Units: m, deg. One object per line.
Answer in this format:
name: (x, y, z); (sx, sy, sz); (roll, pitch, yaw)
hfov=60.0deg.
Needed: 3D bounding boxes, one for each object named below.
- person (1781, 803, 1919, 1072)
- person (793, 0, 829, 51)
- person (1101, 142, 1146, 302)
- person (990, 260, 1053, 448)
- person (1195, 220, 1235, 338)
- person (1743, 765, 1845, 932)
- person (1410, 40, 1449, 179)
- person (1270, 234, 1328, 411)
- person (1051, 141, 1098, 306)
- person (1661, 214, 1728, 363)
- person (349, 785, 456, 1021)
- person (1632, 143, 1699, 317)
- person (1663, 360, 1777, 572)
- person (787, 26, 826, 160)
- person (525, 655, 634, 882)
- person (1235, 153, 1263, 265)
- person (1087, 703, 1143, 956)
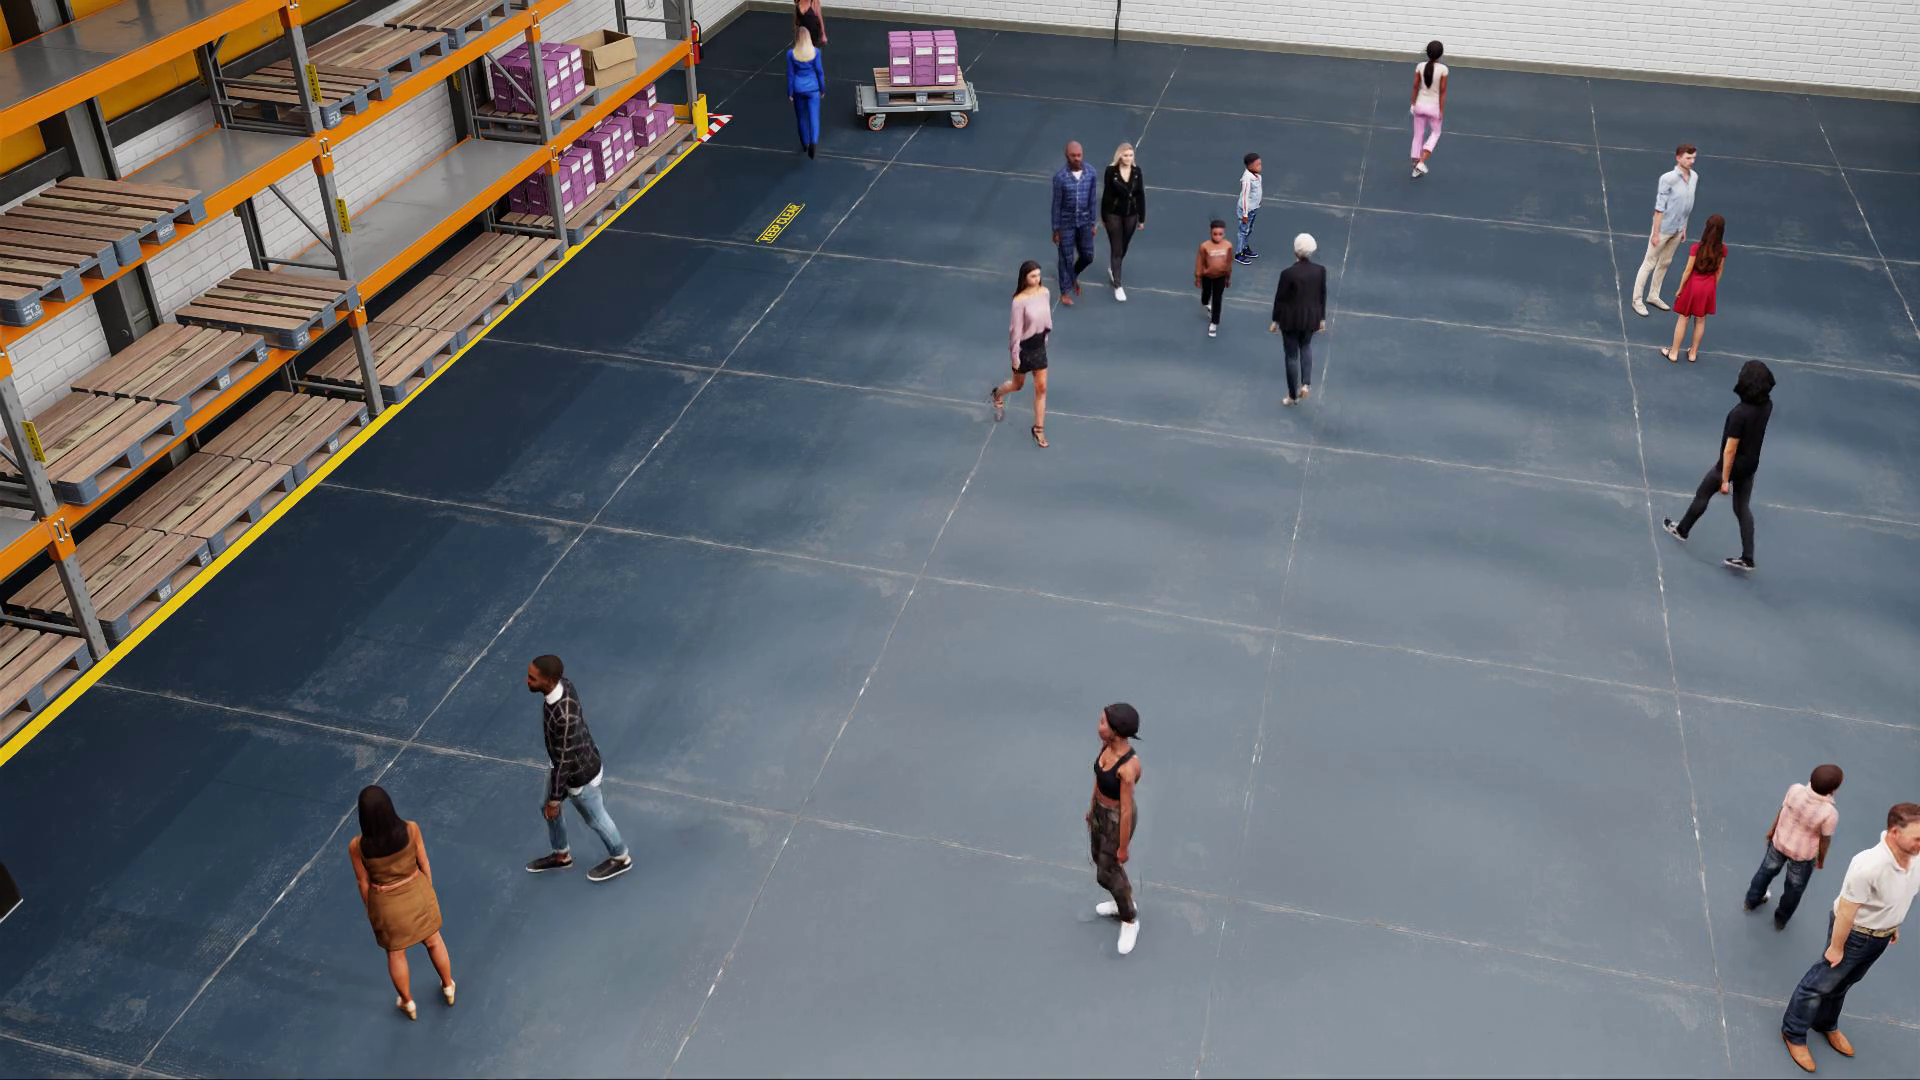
person: (5.042, 2.176, 9.340); (0.754, 1.856, 0.780); (-12, 36, -18)
person: (-2.040, -7.045, 23.293); (0.649, 1.769, 0.688); (13, 36, 19)
person: (1.745, -3.520, 18.090); (0.902, 1.657, 1.087); (-7, 34, -10)
person: (0.565, -1.747, 15.308); (1.096, 1.784, 1.091); (-22, 40, -30)
person: (2.656, -2.787, 17.370); (0.640, 1.234, 0.893); (0, 34, 0)
person: (5.153, 1.896, 10.260); (0.664, 1.305, 0.607); (-22, 39, -29)
person: (5.813, -5.353, 20.777); (0.684, 1.735, 0.718); (21, 39, 28)
person: (3.294, -2.019, 15.712); (0.858, 1.772, 0.796); (-10, 35, -14)
person: (1.186, -3.425, 17.814); (0.811, 1.805, 0.845); (-10, 35, -14)
person: (7.412, -2.529, 16.693); (0.605, 1.553, 0.660); (1, 34, 2)
person: (-3.228, 2.097, 9.613); (0.634, 1.686, 0.695); (-18, 38, -25)
person: (7.489, -3.309, 17.601); (0.729, 1.848, 0.771); (-15, 36, -21)
person: (6.385, -0.572, 13.529); (1.093, 1.797, 1.204); (-15, 36, -21)
person: (-1.979, -5.713, 21.372); (0.854, 1.676, 1.112); (-3, 34, -5)
person: (-2.325, 1.439, 10.507); (1.029, 1.793, 0.985); (-15, 37, -22)
person: (3.273, -3.785, 18.847); (0.595, 1.260, 0.490); (17, 37, 24)
person: (0.959, 1.740, 10.169); (0.873, 1.665, 0.724); (-16, 37, -22)
